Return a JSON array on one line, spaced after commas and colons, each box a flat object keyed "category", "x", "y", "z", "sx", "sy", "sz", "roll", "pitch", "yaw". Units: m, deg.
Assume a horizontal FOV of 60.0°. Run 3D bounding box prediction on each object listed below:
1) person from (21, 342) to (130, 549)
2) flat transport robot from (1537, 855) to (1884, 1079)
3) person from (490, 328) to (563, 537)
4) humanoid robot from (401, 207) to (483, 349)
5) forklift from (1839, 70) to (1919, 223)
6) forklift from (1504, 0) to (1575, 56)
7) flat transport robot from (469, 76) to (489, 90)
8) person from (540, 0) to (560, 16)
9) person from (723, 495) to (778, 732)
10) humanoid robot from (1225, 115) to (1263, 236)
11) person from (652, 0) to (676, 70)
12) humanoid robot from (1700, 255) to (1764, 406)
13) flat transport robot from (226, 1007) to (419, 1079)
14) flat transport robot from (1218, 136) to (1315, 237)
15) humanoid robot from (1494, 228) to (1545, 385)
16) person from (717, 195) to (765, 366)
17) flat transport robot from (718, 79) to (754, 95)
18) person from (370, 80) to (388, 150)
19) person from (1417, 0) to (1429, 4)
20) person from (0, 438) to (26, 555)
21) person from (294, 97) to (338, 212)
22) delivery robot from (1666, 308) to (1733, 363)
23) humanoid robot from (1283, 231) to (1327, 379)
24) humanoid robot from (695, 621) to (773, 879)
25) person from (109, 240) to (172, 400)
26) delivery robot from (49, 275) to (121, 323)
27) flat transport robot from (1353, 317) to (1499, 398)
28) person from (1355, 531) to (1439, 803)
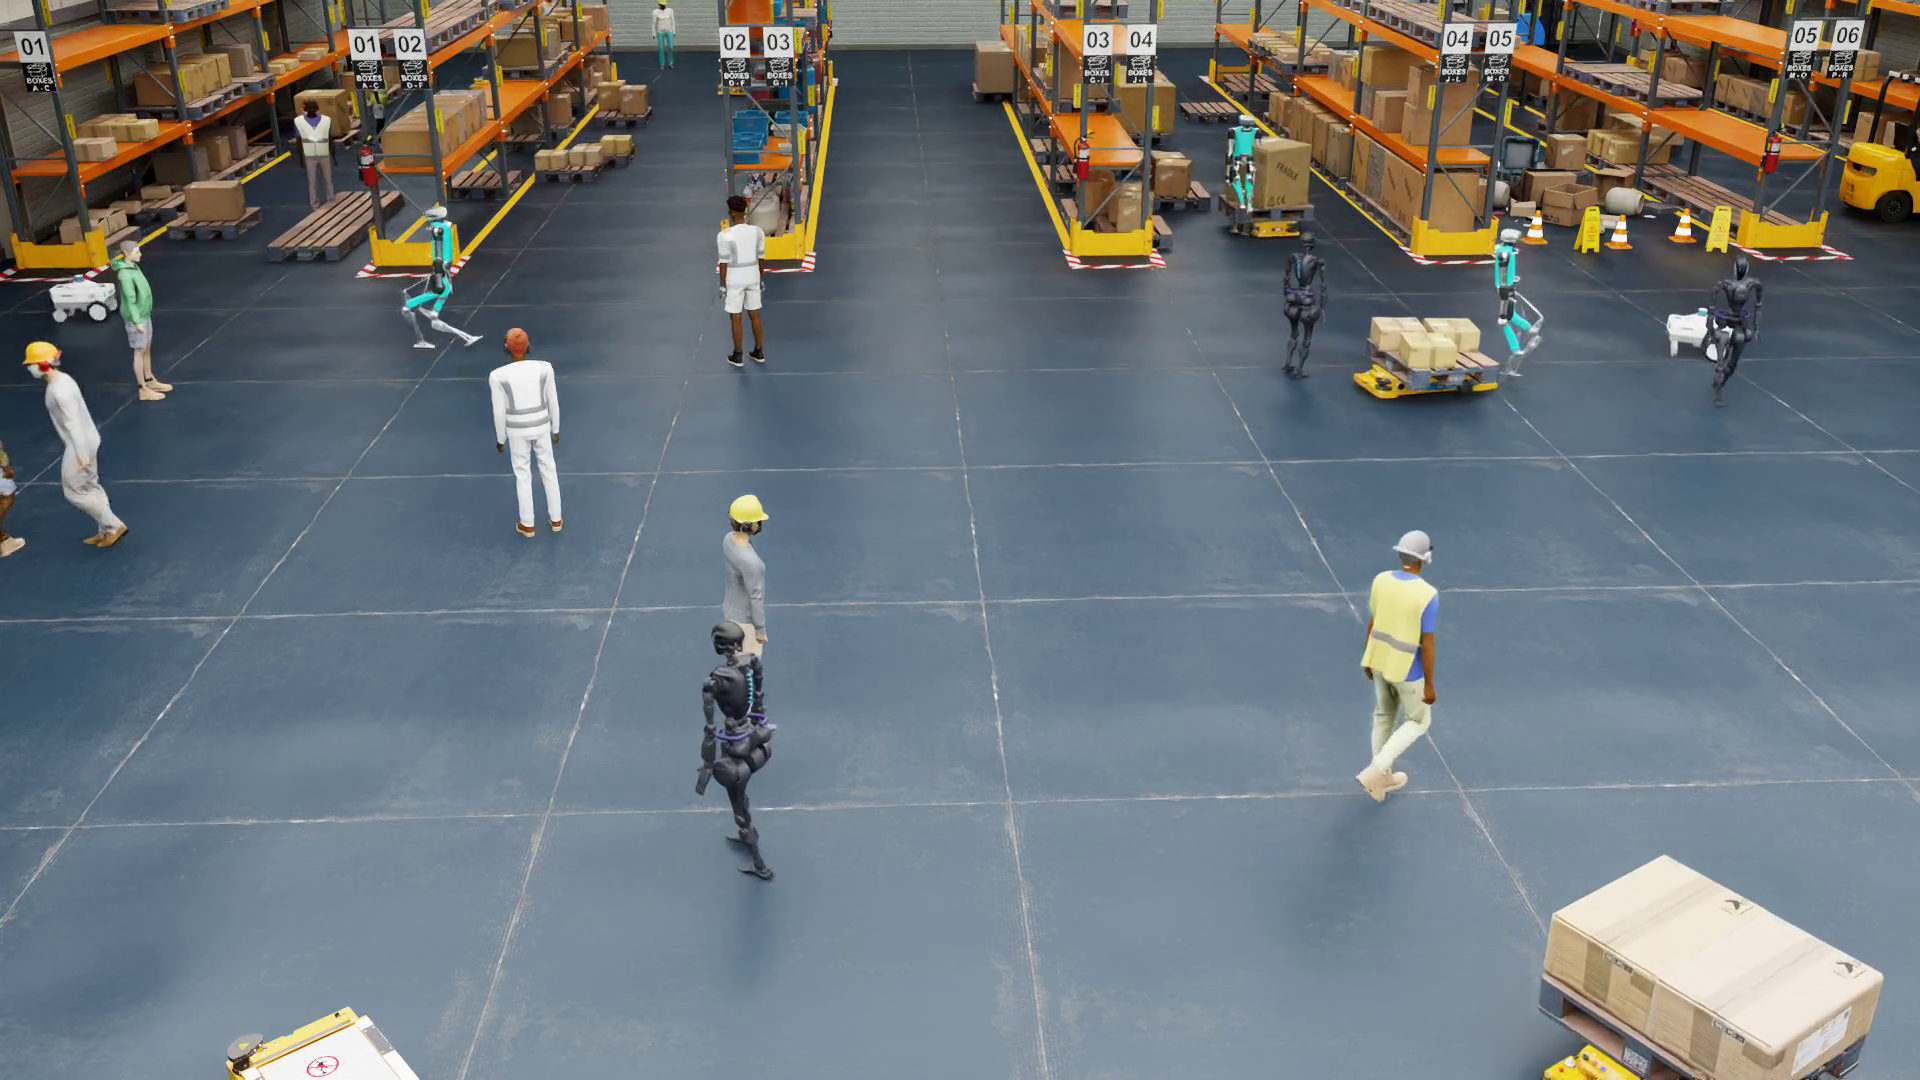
[{"category": "person", "x": -7.643, "y": -0.801, "z": 14.314, "sx": 0.479, "sy": 1.864, "sz": 0.590, "roll": -11, "pitch": 26, "yaw": -23}, {"category": "flat transport robot", "x": 3.731, "y": 2.635, "z": 8.552, "sx": 1.431, "sy": 0.231, "sz": 0.659, "roll": -15, "pitch": 28, "yaw": -31}, {"category": "person", "x": -3.792, "y": -0.943, "z": 14.608, "sx": 0.572, "sy": 1.883, "sz": 0.354, "roll": -12, "pitch": 27, "yaw": -25}, {"category": "humanoid robot", "x": -6.199, "y": -3.005, "z": 19.440, "sx": 1.040, "sy": 1.740, "sz": 0.564, "roll": -2, "pitch": 24, "yaw": -4}, {"category": "forklift", "x": 15.132, "y": -6.143, "z": 25.915, "sx": 2.313, "sy": 2.155, "sz": 1.214, "roll": -1, "pitch": 24, "yaw": -2}, {"category": "forklift", "x": 14.700, "y": -13.805, "z": 42.301, "sx": 1.873, "sy": 2.768, "sz": 1.129, "roll": -1, "pitch": 24, "yaw": -2}, {"category": "flat transport robot", "x": -10.649, "y": -10.494, "z": 38.053, "sx": 0.659, "sy": 0.231, "sz": 1.431, "roll": 3, "pitch": 24, "yaw": 6}, {"category": "person", "x": -10.080, "y": -12.590, "z": 40.853, "sx": 0.598, "sy": 1.828, "sz": 0.404, "roll": -8, "pitch": 25, "yaw": -17}, {"category": "person", "x": -1.458, "y": 0.509, "z": 11.499, "sx": 0.333, "sy": 1.756, "sz": 0.515, "roll": -12, "pitch": 27, "yaw": -25}, {"category": "humanoid robot", "x": 4.247, "y": -5.379, "z": 24.706, "sx": 0.540, "sy": 1.756, "sz": 0.694, "roll": -3, "pitch": 24, "yaw": -6}, {"category": "person", "x": -7.163, "y": -12.266, "z": 40.217, "sx": 0.554, "sy": 1.742, "sz": 0.428, "roll": -8, "pitch": 25, "yaw": -18}, {"category": "humanoid robot", "x": 8.325, "y": -2.273, "z": 17.905, "sx": 0.609, "sy": 1.643, "sz": 0.698, "roll": 5, "pitch": 24, "yaw": 11}, {"category": "flat transport robot", "x": -3.037, "y": 2.794, "z": 8.195, "sx": 0.659, "sy": 0.231, "sz": 1.431, "roll": -20, "pitch": 31, "yaw": -37}, {"category": "flat transport robot", "x": 4.660, "y": -4.881, "z": 25.440, "sx": 0.659, "sy": 0.231, "sz": 1.431, "roll": -3, "pitch": 24, "yaw": -7}, {"category": "humanoid robot", "x": 6.197, "y": -2.499, "z": 18.370, "sx": 0.734, "sy": 1.854, "sz": 0.556, "roll": 8, "pitch": 25, "yaw": 17}, {"category": "person", "x": -2.500, "y": -2.974, "z": 19.088, "sx": 0.596, "sy": 1.958, "sz": 0.370, "roll": -18, "pitch": 30, "yaw": -35}, {"category": "flat transport robot", "x": -5.004, "y": -10.177, "z": 37.339, "sx": 0.659, "sy": 0.231, "sz": 1.431, "roll": 1, "pitch": 24, "yaw": 1}, {"category": "person", "x": -10.830, "y": -8.169, "z": 31.067, "sx": 0.320, "sy": 1.699, "sz": 0.531, "roll": -3, "pitch": 24, "yaw": -7}, {"category": "person", "x": 11.688, "y": -13.022, "z": 41.850, "sx": 0.384, "sy": 1.799, "sz": 0.603, "roll": -15, "pitch": 28, "yaw": -29}, {"category": "person", "x": -8.346, "y": -0.639, "z": 14.101, "sx": 0.536, "sy": 1.736, "sz": 0.533, "roll": 4, "pitch": 24, "yaw": 10}, {"category": "person", "x": -10.035, "y": -5.984, "z": 25.979, "sx": 0.562, "sy": 1.845, "sz": 0.389, "roll": -11, "pitch": 26, "yaw": -24}, {"category": "delivery robot", "x": 8.727, "y": -2.411, "z": 19.560, "sx": 0.783, "sy": 0.612, "sz": 0.525, "roll": 12, "pitch": 27, "yaw": 25}, {"category": "humanoid robot", "x": 3.862, "y": -2.644, "z": 18.679, "sx": 0.584, "sy": 1.656, "sz": 0.335, "roll": 21, "pitch": 31, "yaw": 38}, {"category": "humanoid robot", "x": -1.356, "y": 1.250, "z": 9.945, "sx": 0.528, "sy": 1.644, "sz": 0.603, "roll": 14, "pitch": 28, "yaw": 29}, {"category": "person", "x": -8.901, "y": -2.380, "z": 18.016, "sx": 0.316, "sy": 1.737, "sz": 0.491, "roll": -4, "pitch": 24, "yaw": -8}, {"category": "delivery robot", "x": -11.031, "y": -3.044, "z": 20.950, "sx": 0.788, "sy": 0.587, "sz": 0.499, "roll": -2, "pitch": 24, "yaw": -4}, {"category": "flat transport robot", "x": 5.194, "y": -1.805, "z": 18.528, "sx": 1.431, "sy": 0.231, "sz": 0.659, "roll": -5, "pitch": 25, "yaw": -12}, {"category": "person", "x": 2.777, "y": 0.849, "z": 10.585, "sx": 0.512, "sy": 1.877, "sz": 0.565, "roll": -17, "pitch": 29, "yaw": -33}]
